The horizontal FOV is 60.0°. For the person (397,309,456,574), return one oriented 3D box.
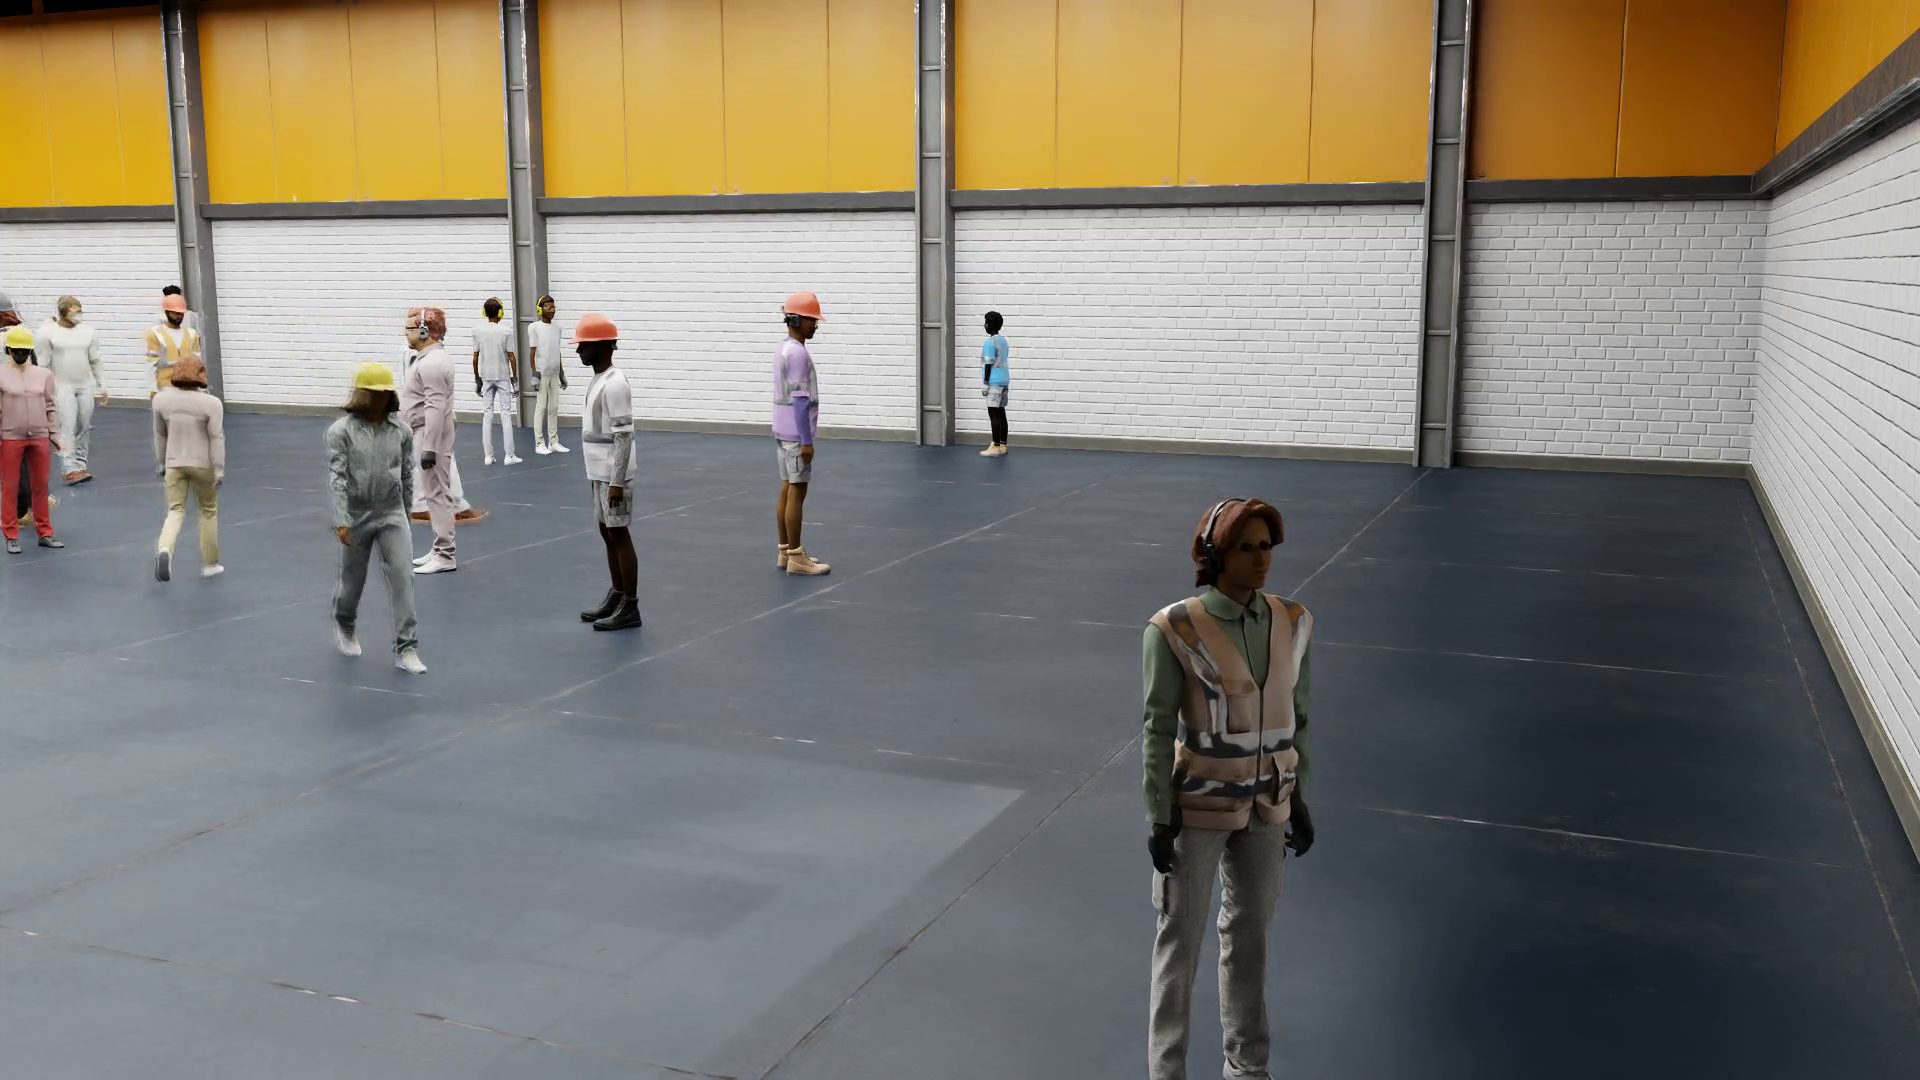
[{"bbox_3d":[-3.860,-0.715,12.080,0.409,1.908,0.647,-3,10,-17],"label":"person"}]

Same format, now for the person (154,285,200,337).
[{"bbox_3d":[-10.707,-2.502,22.752,0.428,1.962,0.621,9,13,43],"label":"person"}]

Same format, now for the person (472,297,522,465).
[{"bbox_3d":[-5.178,-1.770,18.586,0.521,1.871,0.325,1,9,4],"label":"person"}]

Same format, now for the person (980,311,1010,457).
[{"bbox_3d":[0.410,-1.819,19.423,0.320,1.691,0.535,4,10,21],"label":"person"}]

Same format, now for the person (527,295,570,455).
[{"bbox_3d":[-4.865,-1.951,19.680,0.329,1.872,0.509,6,11,32],"label":"person"}]

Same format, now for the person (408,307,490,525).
[{"bbox_3d":[-4.384,-1.051,14.245,0.819,1.862,0.605,-1,9,-7],"label":"person"}]

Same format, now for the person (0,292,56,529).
[{"bbox_3d":[-7.979,-1.084,13.908,0.539,2.000,0.709,-3,10,-15],"label":"person"}]

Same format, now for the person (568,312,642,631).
[{"bbox_3d":[-2.172,-0.414,10.159,0.377,1.936,0.549,-4,10,-24],"label":"person"}]

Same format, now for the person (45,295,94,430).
[{"bbox_3d":[-11.941,-2.356,22.290,0.760,1.812,0.536,8,12,40],"label":"person"}]

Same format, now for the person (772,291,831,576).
[{"bbox_3d":[-1.150,-0.763,11.983,0.393,2.036,0.605,-3,10,-16],"label":"person"}]

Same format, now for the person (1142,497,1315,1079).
[{"bbox_3d":[0.685,0.704,4.279,0.514,1.645,0.307,-5,11,-27],"label":"person"}]

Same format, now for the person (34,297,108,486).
[{"bbox_3d":[-8.954,-1.507,16.923,0.796,1.896,0.663,6,11,33],"label":"person"}]

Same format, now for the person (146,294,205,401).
[{"bbox_3d":[-8.308,-1.648,17.674,0.394,1.921,0.553,8,12,41],"label":"person"}]

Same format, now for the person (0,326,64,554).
[{"bbox_3d":[-7.263,-0.781,12.930,0.327,1.760,0.523,7,12,37],"label":"person"}]

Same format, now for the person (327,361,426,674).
[{"bbox_3d":[-3.271,-0.146,9.227,0.486,1.708,0.839,-7,12,-36],"label":"person"}]

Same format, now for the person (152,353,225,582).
[{"bbox_3d":[-5.421,-0.502,11.673,0.514,1.612,0.649,0,9,-2],"label":"person"}]
